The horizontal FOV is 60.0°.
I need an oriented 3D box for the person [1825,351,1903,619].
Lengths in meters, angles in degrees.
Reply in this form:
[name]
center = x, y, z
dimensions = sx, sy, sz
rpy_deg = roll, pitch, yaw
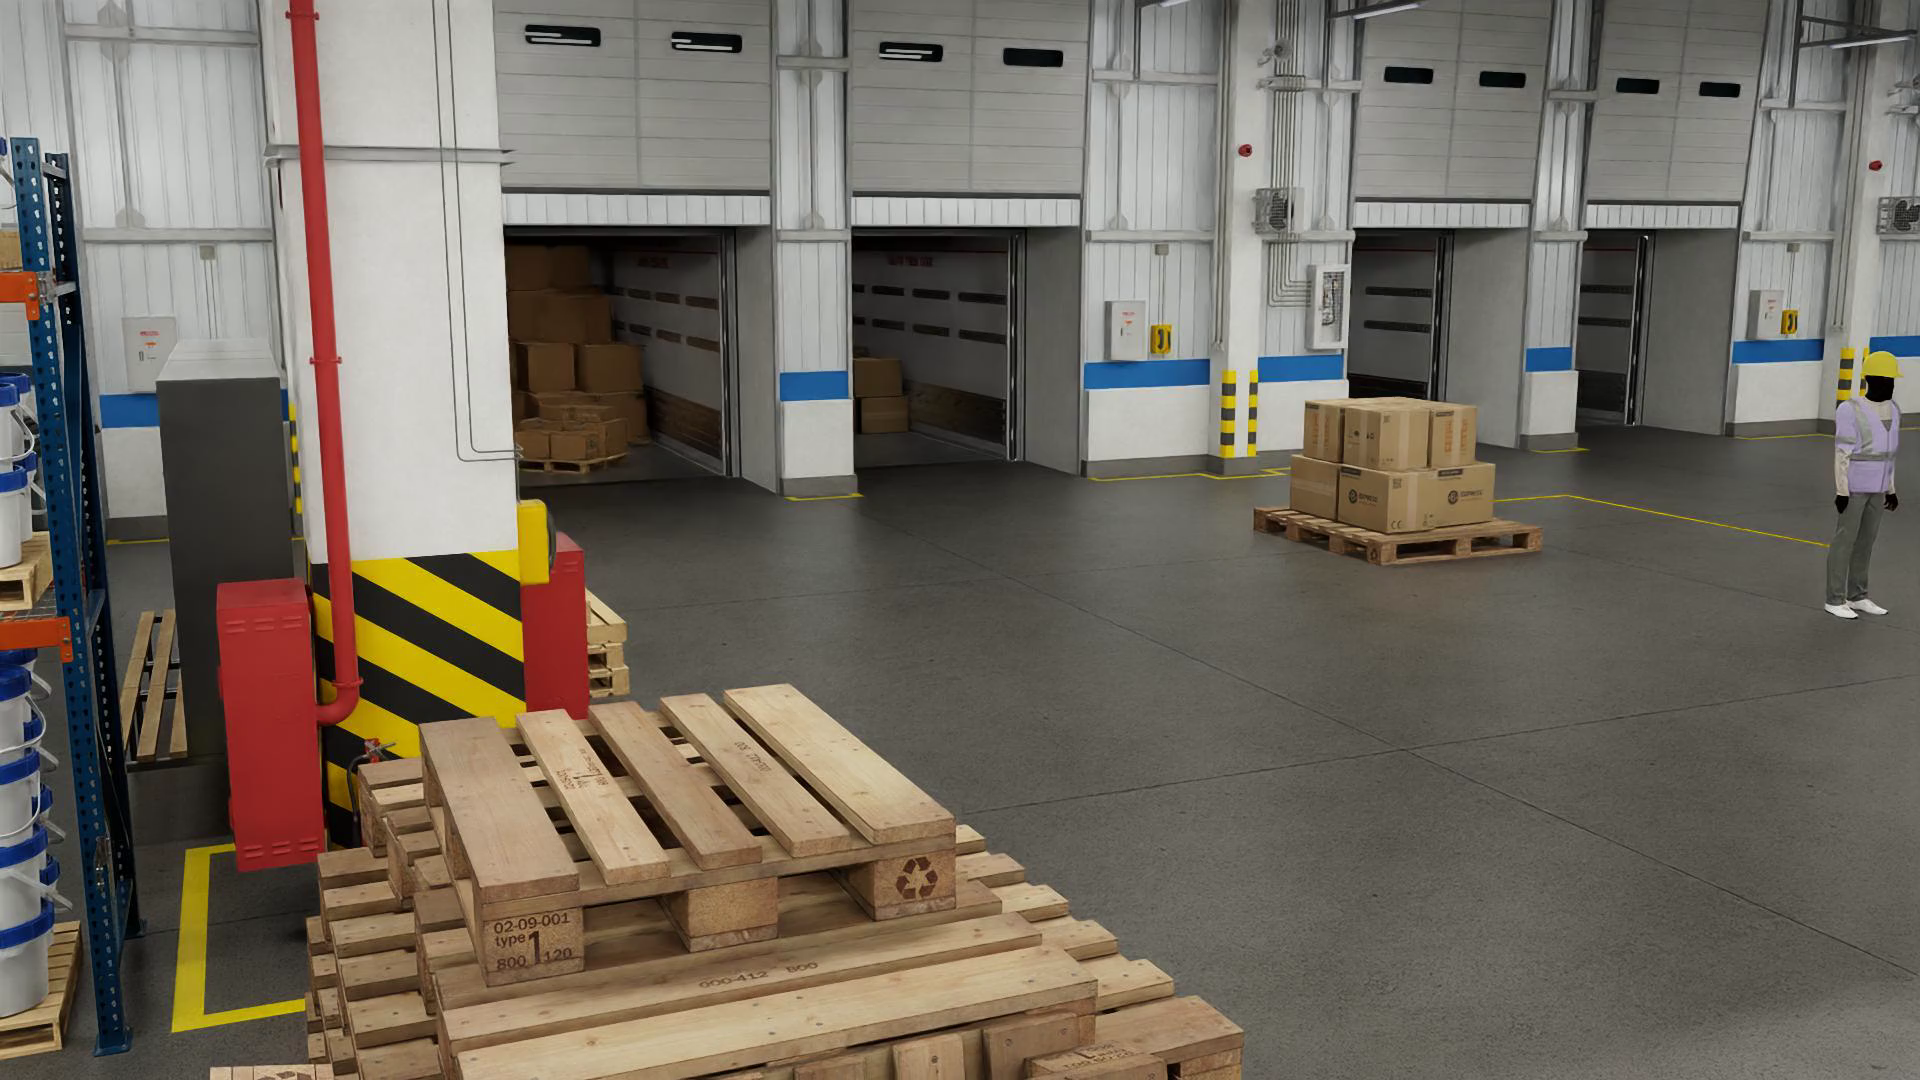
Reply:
[person]
center = 6.548, -0.398, 12.007
dimensions = 0.585, 1.928, 0.368
rpy_deg = -5, 11, -24
